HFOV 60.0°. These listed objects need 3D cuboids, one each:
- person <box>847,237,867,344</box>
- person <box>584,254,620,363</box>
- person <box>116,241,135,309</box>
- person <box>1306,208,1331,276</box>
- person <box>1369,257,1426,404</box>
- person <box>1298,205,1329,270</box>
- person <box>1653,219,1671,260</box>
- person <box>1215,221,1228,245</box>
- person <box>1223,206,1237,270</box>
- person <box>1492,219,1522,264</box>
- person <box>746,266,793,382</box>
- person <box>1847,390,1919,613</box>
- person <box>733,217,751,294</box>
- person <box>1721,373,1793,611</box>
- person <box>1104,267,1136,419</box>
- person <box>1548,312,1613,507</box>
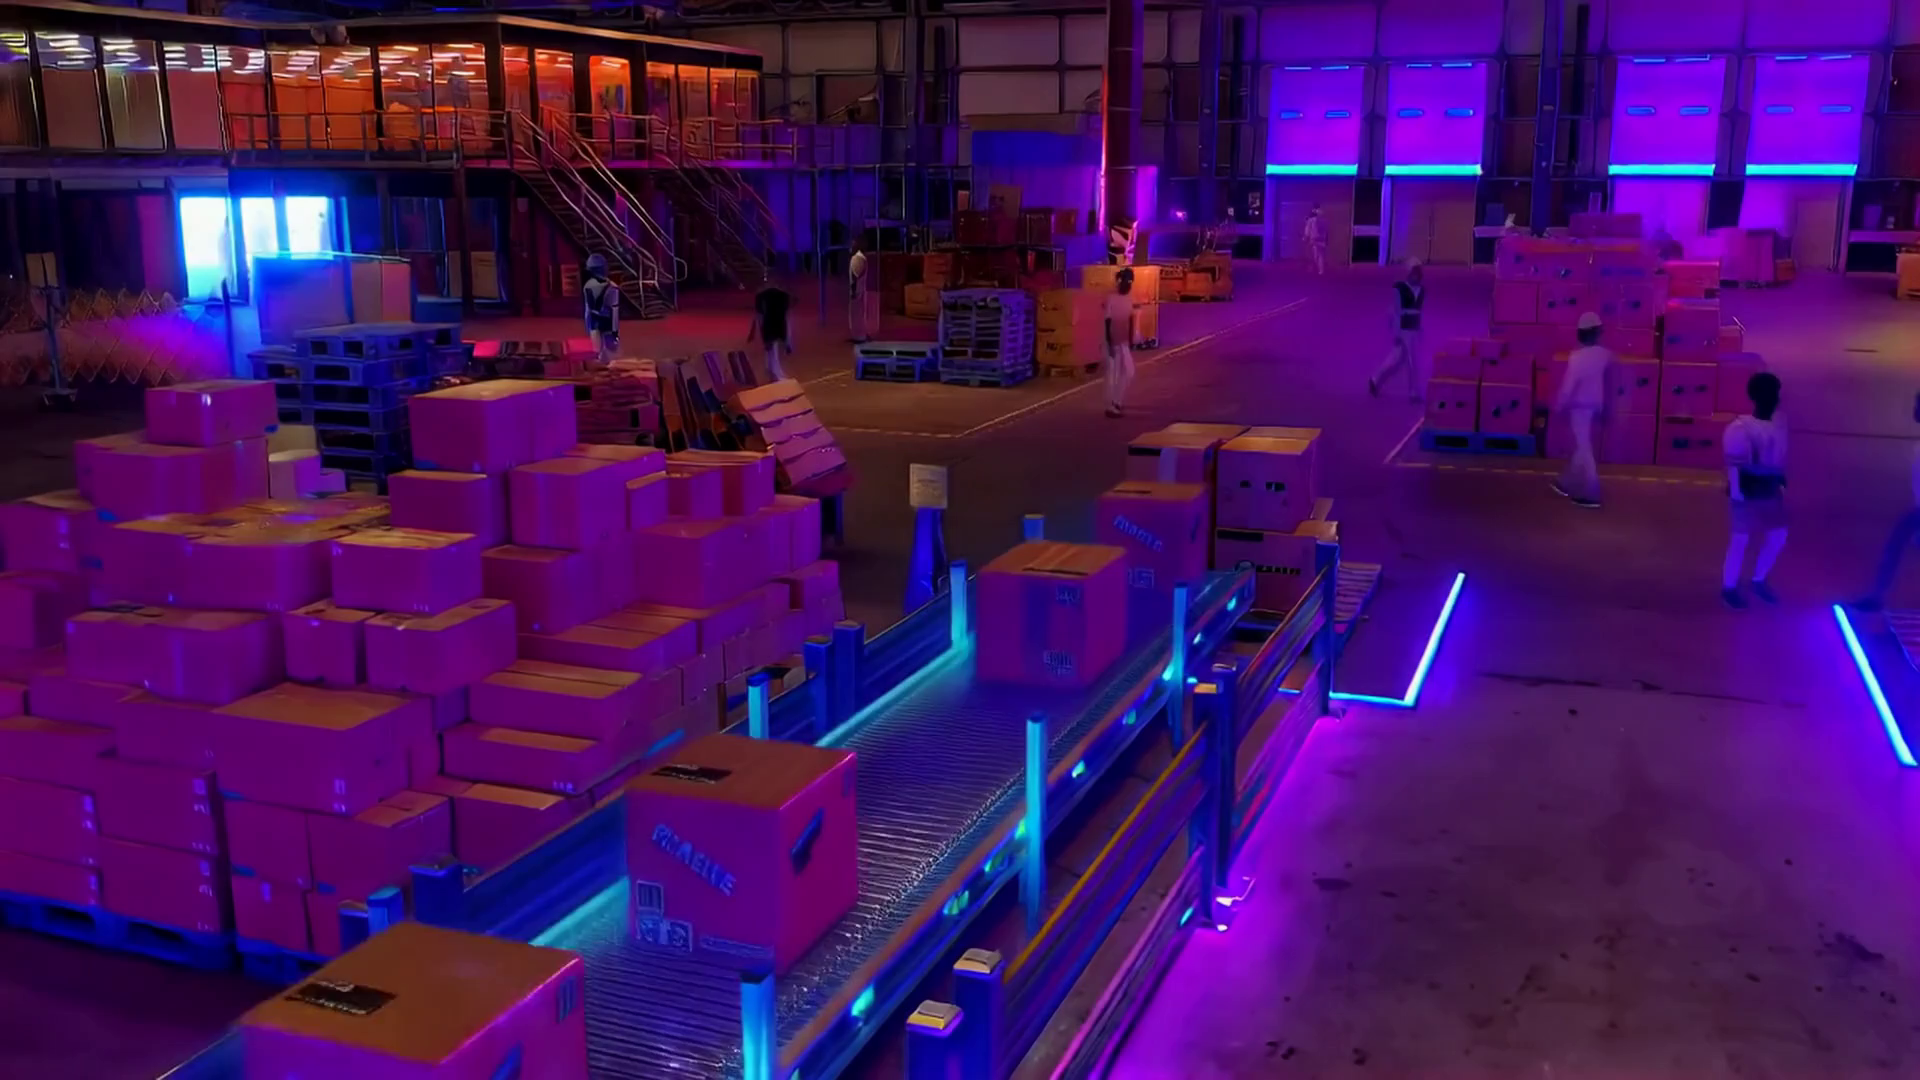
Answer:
[{"bbox_3d":[-1.796,-4.331,28.955,0.345,1.847,0.507,2,13,10],"label":"person"},{"bbox_3d":[-4.697,-2.774,21.797,0.541,1.929,0.397,6,14,24],"label":"person"},{"bbox_3d":[-17.716,-5.632,35.295,0.514,1.609,0.720,-2,13,-10],"label":"person"},{"bbox_3d":[10.203,-8.512,47.573,0.636,1.896,0.990,-6,14,-27],"label":"person"},{"bbox_3d":[5.776,-2.745,21.727,0.590,1.898,0.788,-7,14,-28],"label":"person"},{"bbox_3d":[10.644,-9.076,50.037,1.022,1.942,0.621,7,14,28],"label":"person"},{"bbox_3d":[17.436,-7.125,41.589,0.637,1.814,0.867,-10,16,-39],"label":"person"},{"bbox_3d":[6.457,-7.022,41.254,0.299,1.745,0.483,-4,13,-18],"label":"person"},{"bbox_3d":[8.140,-9.104,50.218,0.495,1.906,0.608,12,17,42],"label":"person"},{"bbox_3d":[13.134,-6.805,40.111,0.661,1.815,0.784,-1,13,-3],"label":"person"},{"bbox_3d":[-2.423,-2.532,20.971,0.987,1.815,0.539,10,16,38],"label":"person"},{"bbox_3d":[6.515,-0.232,11.123,0.828,1.596,0.503,12,17,43],"label":"person"},{"bbox_3d":[-5.398,-6.952,40.650,0.621,1.865,0.502,2,13,7],"label":"person"},{"bbox_3d":[5.418,-0.319,11.359,0.568,1.669,0.397,-4,13,-17],"label":"person"},{"bbox_3d":[1.936,-2.394,20.267,0.544,1.848,0.401,-9,15,-35],"label":"person"},{"bbox_3d":[5.603,-1.209,15.176,0.547,1.733,0.800,-6,14,-26],"label":"person"}]
